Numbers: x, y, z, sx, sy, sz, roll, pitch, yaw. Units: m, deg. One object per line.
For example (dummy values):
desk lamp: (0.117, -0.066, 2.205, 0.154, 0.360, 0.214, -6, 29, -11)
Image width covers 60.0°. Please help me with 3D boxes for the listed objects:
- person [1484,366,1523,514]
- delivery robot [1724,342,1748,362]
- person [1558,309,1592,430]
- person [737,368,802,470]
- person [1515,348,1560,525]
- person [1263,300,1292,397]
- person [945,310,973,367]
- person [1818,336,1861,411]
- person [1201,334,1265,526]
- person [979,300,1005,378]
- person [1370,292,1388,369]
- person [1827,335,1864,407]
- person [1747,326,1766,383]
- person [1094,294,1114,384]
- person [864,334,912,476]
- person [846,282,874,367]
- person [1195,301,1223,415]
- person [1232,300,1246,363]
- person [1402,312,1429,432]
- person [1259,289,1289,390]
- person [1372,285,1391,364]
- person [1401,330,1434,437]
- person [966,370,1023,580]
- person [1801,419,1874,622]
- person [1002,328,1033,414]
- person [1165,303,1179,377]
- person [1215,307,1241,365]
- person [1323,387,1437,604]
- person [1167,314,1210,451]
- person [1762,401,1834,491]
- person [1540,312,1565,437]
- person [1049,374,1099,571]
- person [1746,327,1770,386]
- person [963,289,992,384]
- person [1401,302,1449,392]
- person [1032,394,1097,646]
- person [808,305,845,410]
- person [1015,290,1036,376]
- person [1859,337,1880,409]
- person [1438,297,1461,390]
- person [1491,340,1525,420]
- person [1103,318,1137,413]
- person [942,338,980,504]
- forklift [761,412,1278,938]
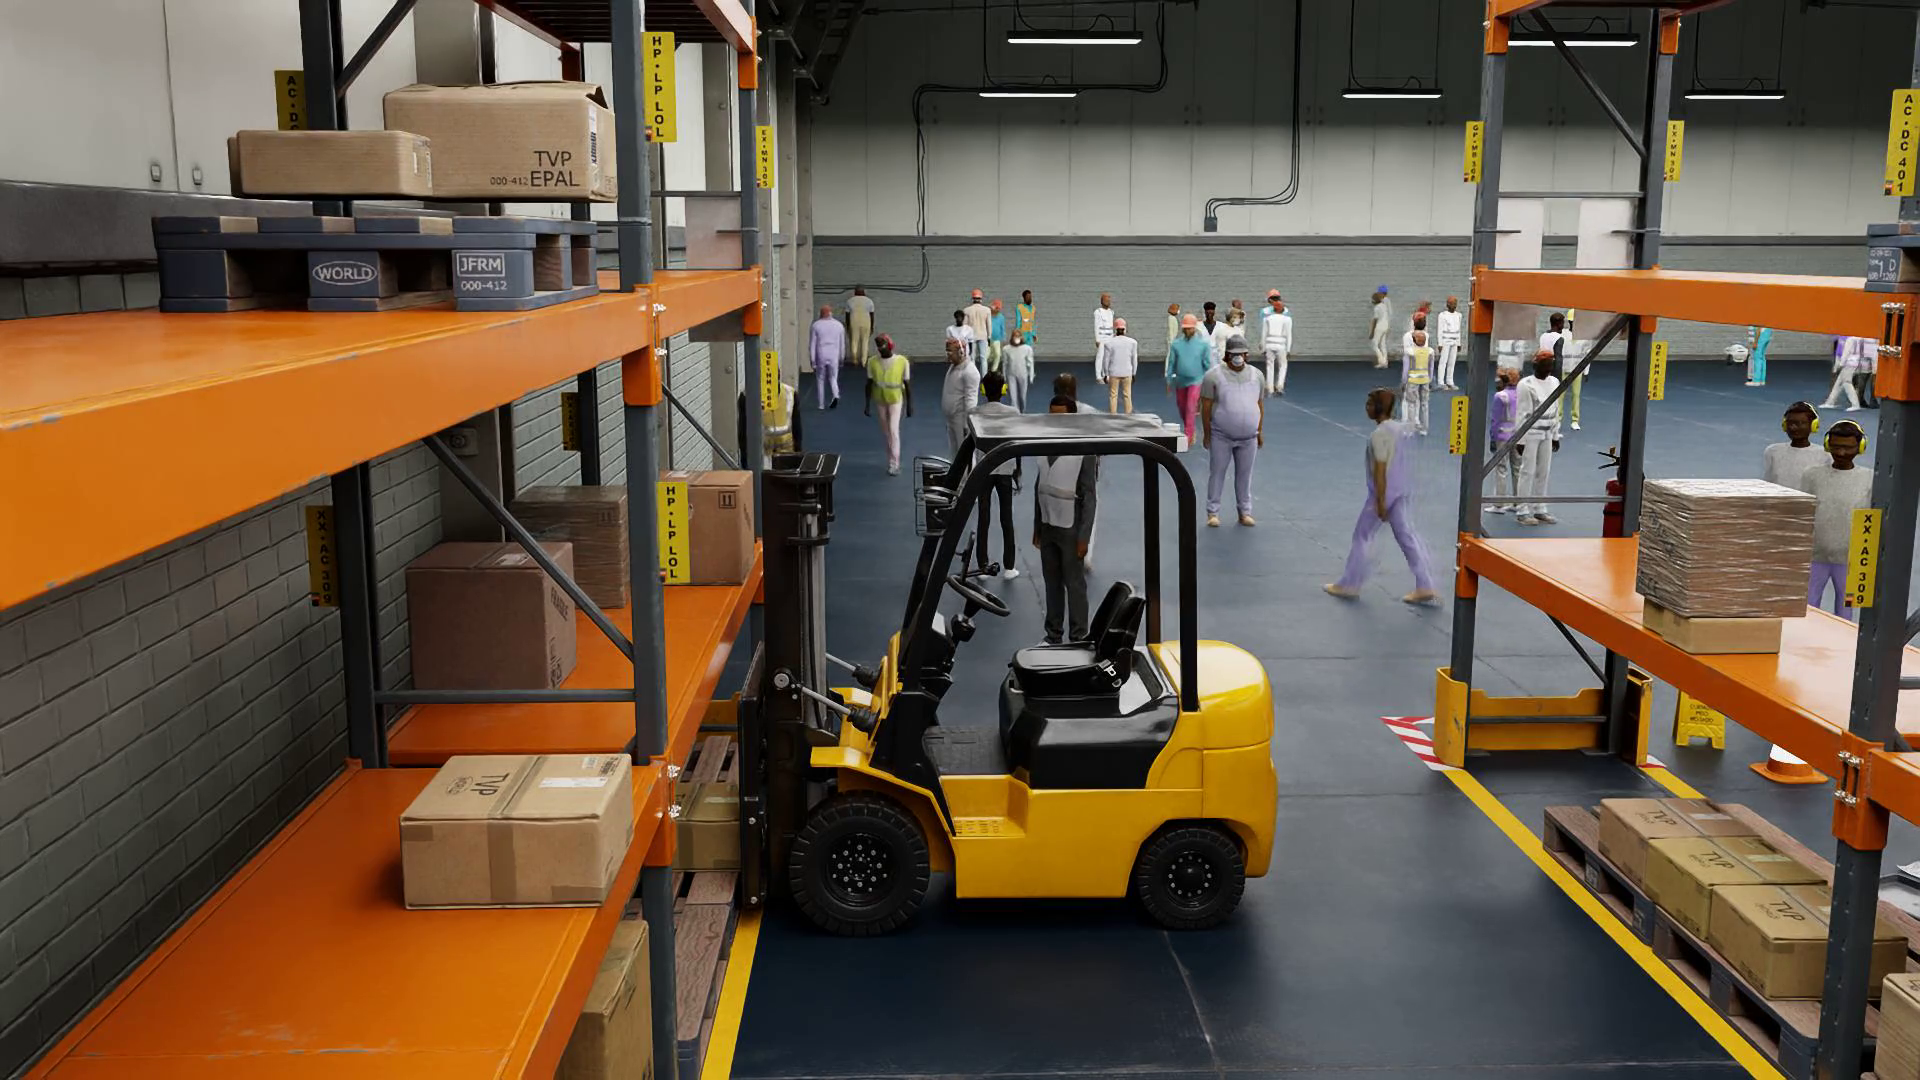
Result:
person: (6.030, -1.096, 18.320, 0.518, 1.633, 0.312, -6, 12, -29)
delivery robot: (18.830, -4.561, 40.349, 0.477, 0.478, 0.707, 1, 10, 6)
person: (9.739, -2.718, 26.516, 0.587, 1.927, 0.367, 2, 10, 14)
person: (-1.893, -0.893, 16.619, 0.636, 1.841, 0.429, -4, 11, -19)
person: (6.104, -1.086, 17.579, 0.579, 1.880, 0.375, -6, 12, -29)
person: (6.119, -3.697, 32.166, 0.585, 1.861, 0.486, 5, 11, 24)
person: (-0.027, -3.587, 32.031, 0.541, 1.682, 0.364, 2, 10, 9)
person: (15.659, -3.083, 29.417, 0.681, 1.601, 0.537, 7, 12, 33)
person: (2.889, -1.150, 17.466, 0.688, 2.000, 0.536, -1, 10, -8)
person: (0.706, -4.414, 36.567, 0.611, 1.715, 0.451, -6, 12, -31)
person: (9.863, -4.910, 39.062, 0.416, 1.814, 0.566, 9, 13, 40)
person: (16.128, -3.371, 30.222, 1.007, 1.917, 0.608, -9, 14, -41)
person: (16.897, -4.225, 35.174, 0.404, 1.831, 0.600, 1, 10, 7)
person: (3.053, -4.230, 35.071, 0.352, 1.881, 0.579, 9, 14, 42)
person: (-0.944, -1.726, 21.339, 0.577, 1.796, 0.868, 3, 11, 17)
person: (-2.381, -5.150, 39.750, 0.683, 2.000, 0.539, 0, 10, -1)
person: (4.290, -3.132, 28.711, 0.612, 1.963, 0.363, 0, 10, 0)
person: (6.502, -4.830, 39.120, 0.511, 1.630, 0.315, -6, 12, -28)
person: (7.202, -2.649, 26.256, 0.587, 1.882, 0.341, -9, 14, -41)
person: (6.306, -4.028, 33.508, 0.607, 2.038, 0.384, -1, 10, -7)
person: (10.333, -5.271, 40.740, 0.433, 1.923, 0.645, 4, 11, 19)
person: (7.027, -2.400, 25.540, 0.514, 1.645, 0.309, -2, 10, -13)
person: (0.308, -0.571, 14.737, 0.508, 1.865, 0.329, 0, 10, 3)
person: (5.624, 0.149, 10.728, 0.508, 1.865, 0.329, 7, 12, 33)
person: (0.934, -2.630, 26.903, 0.509, 1.612, 0.643, 1, 10, 3)
person: (4.717, -4.432, 36.915, 0.279, 1.627, 0.499, 2, 10, 13)
person: (4.344, -2.779, 26.843, 0.372, 1.934, 0.627, 8, 13, 37)
person: (3.544, -0.366, 13.781, 0.968, 1.805, 0.505, 9, 14, 41)
person: (3.322, -2.304, 24.118, 0.631, 1.965, 0.908, 5, 11, 24)
person: (5.925, -0.058, 11.861, 0.533, 1.871, 0.320, 9, 14, 41)
person: (9.055, -2.527, 25.507, 0.397, 1.911, 0.588, -1, 10, -7)
person: (1.053, -0.640, 15.350, 0.557, 1.790, 0.957, -2, 10, -13)
person: (16.617, -4.108, 34.528, 0.349, 1.836, 0.517, 10, 14, 44)
person: (0.354, -4.222, 34.705, 0.622, 1.994, 0.381, -2, 10, -10)
person: (9.221, -3.803, 32.914, 0.953, 1.798, 0.568, 4, 11, 20)
person: (0.736, -0.081, 11.847, 0.388, 1.921, 0.594, -8, 13, -37)
person: (-2.353, -3.230, 29.507, 0.674, 1.878, 0.591, -2, 10, -12)
person: (1.458, -4.588, 36.959, 0.392, 1.919, 0.590, 9, 14, 42)
person: (16.419, -3.318, 29.837, 0.370, 1.933, 0.550, -3, 11, -16)
person: (9.882, -3.962, 33.565, 0.584, 1.882, 0.345, -5, 12, -28)
person: (9.307, -2.968, 28.028, 0.823, 1.897, 0.588, -8, 13, -38)
person: (2.596, -2.716, 26.982, 0.563, 1.755, 0.320, -1, 10, -4)
person: (-0.014, -1.358, 19.022, 0.396, 1.901, 0.652, -4, 11, -22)
forklift: (0.291, 0.548, 7.580, 2.313, 2.155, 1.214, 0, 10, -2)
